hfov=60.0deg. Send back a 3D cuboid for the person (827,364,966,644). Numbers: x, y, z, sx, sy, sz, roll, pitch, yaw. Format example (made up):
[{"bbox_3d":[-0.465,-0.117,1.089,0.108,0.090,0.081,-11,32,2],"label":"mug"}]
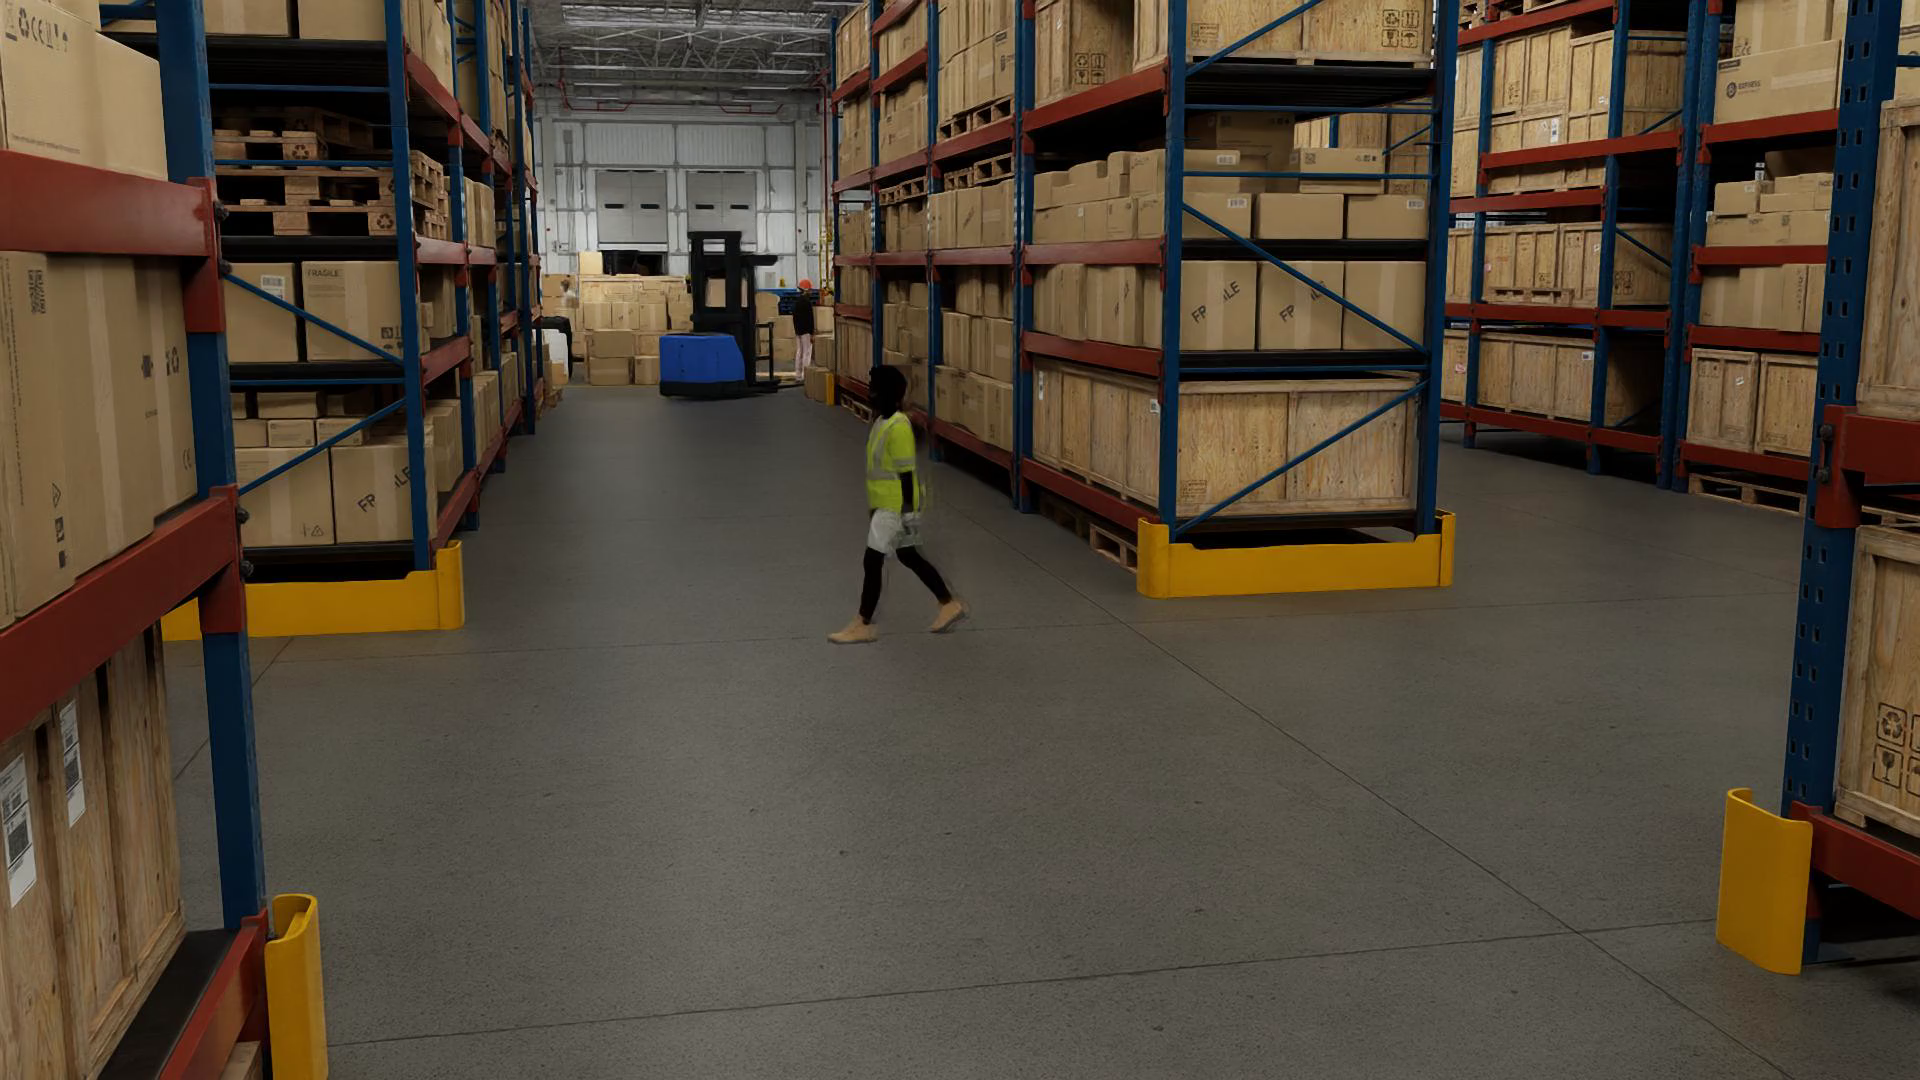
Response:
[{"bbox_3d":[-0.350,-0.220,9.881,0.853,1.663,0.539,-2,10,-13],"label":"person"}]

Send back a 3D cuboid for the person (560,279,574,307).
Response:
[{"bbox_3d":[-9.871,-5.646,42.178,0.644,1.915,0.636,-2,10,-15],"label":"person"}]

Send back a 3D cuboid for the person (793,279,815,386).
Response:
[{"bbox_3d":[-2.898,-3.881,31.169,0.383,1.993,0.622,-6,11,-34],"label":"person"}]

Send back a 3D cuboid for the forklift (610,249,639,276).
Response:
[{"bbox_3d":[-11.590,-8.676,57.704,1.129,2.768,1.873,-7,12,-38],"label":"forklift"}]

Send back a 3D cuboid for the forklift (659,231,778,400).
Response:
[{"bbox_3d":[-4.143,-3.839,28.223,1.129,2.768,1.873,6,11,32],"label":"forklift"}]

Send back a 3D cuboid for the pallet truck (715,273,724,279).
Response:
[{"bbox_3d":[-8.580,-8.986,62.280,1.885,1.965,0.823,1,9,5],"label":"pallet truck"}]

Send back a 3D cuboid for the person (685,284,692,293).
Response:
[{"bbox_3d":[-6.108,-4.812,37.314,0.429,1.844,0.625,-6,11,-34],"label":"person"}]

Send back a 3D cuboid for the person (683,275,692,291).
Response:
[{"bbox_3d":[-10.039,-8.806,61.396,0.595,1.925,0.371,5,10,27],"label":"person"}]
